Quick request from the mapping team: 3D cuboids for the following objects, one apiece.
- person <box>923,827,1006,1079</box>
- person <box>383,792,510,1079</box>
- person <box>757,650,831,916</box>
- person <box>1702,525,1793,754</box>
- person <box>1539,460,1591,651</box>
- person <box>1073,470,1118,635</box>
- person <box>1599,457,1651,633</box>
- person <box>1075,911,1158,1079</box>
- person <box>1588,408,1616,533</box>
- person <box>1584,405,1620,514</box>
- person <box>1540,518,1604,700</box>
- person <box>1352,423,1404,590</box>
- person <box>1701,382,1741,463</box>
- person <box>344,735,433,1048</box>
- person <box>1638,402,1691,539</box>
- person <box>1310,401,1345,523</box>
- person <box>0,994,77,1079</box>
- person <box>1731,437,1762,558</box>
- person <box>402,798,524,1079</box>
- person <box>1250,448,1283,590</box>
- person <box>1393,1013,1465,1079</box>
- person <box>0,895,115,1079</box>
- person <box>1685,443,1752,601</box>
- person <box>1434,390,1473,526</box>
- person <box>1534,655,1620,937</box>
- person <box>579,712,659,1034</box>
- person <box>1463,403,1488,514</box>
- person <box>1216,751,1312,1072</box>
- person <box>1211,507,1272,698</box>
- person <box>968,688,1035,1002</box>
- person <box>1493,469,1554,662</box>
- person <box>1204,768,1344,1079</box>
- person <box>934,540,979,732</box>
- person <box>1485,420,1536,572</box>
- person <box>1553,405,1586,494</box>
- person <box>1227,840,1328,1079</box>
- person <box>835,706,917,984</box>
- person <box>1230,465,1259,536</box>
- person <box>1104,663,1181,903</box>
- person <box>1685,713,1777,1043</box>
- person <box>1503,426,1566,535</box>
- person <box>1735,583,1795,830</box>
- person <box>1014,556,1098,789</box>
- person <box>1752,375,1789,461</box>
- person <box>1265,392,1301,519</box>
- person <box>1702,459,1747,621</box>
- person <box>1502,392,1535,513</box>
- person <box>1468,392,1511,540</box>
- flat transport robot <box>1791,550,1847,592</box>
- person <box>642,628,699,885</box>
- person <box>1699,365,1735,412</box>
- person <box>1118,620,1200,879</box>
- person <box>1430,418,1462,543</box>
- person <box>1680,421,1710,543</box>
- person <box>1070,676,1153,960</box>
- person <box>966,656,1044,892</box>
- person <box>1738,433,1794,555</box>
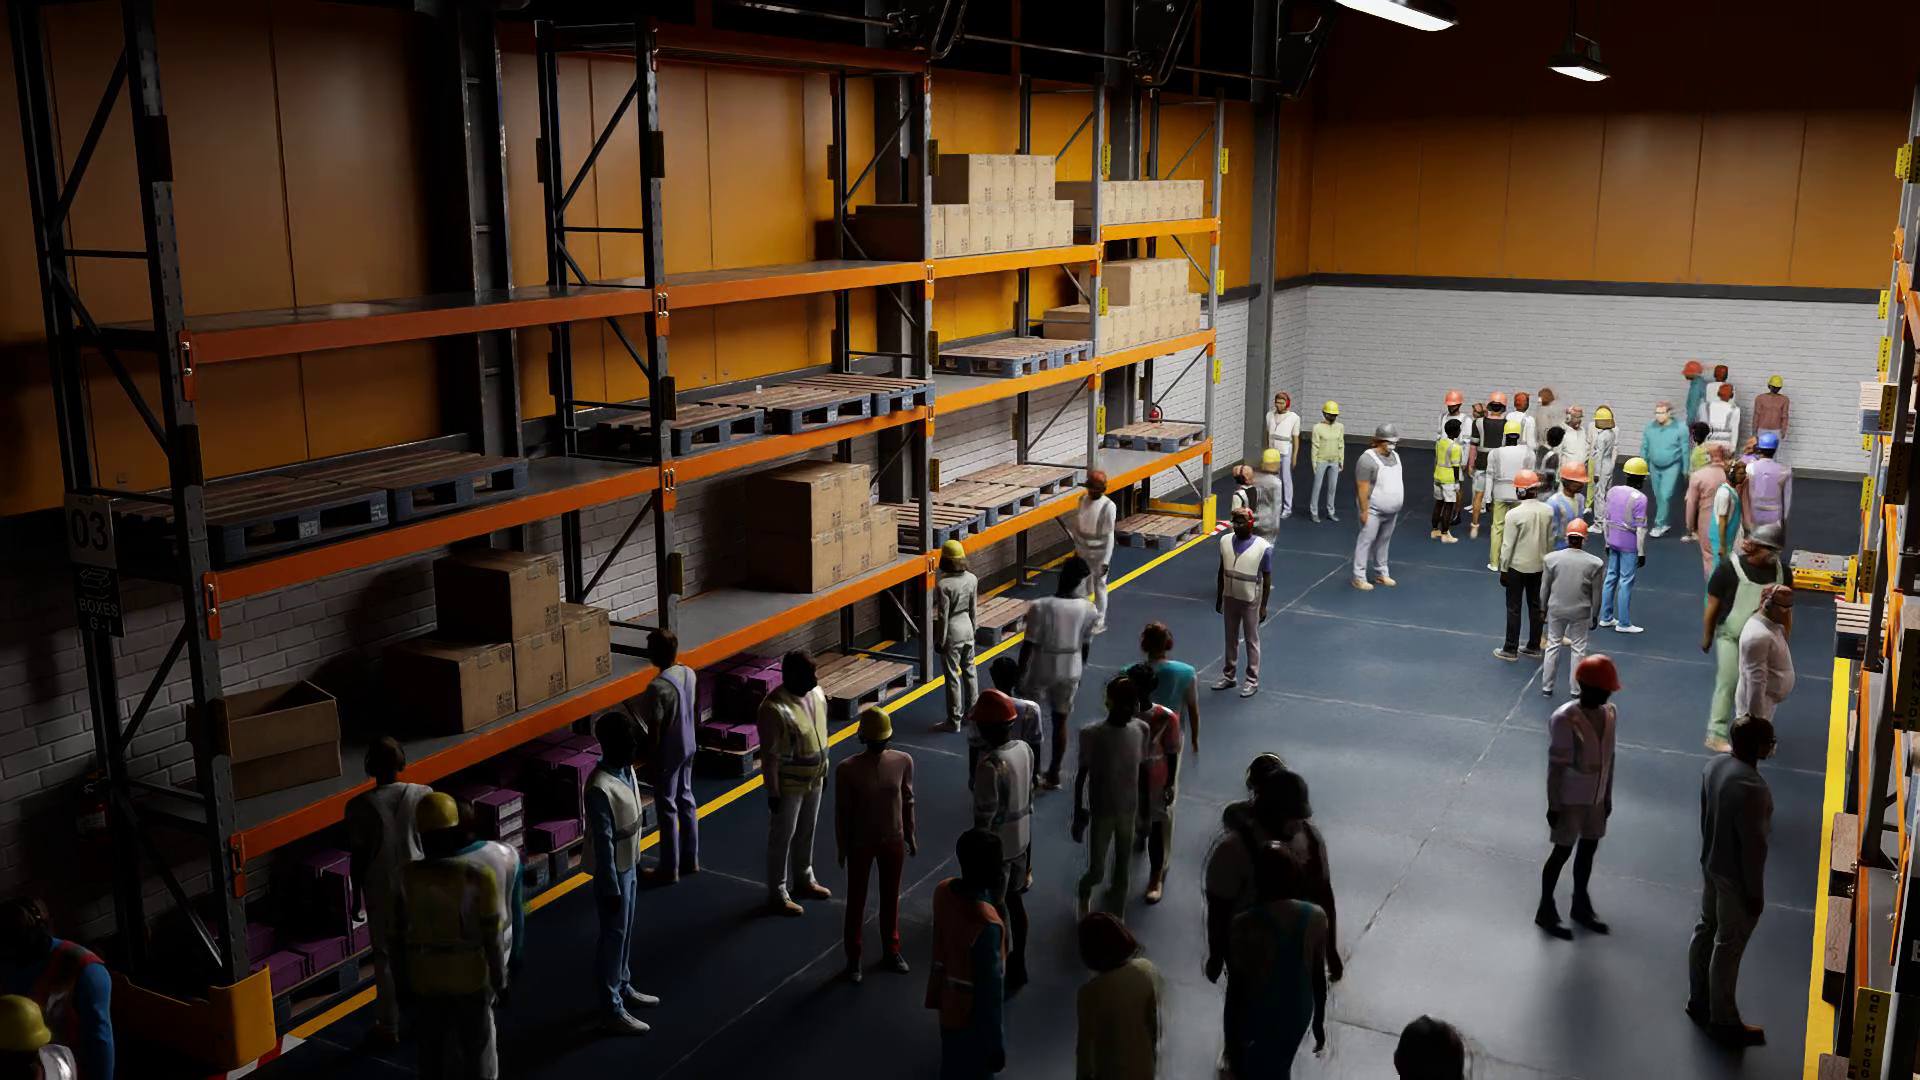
[{"bbox_3d":[0.040,2.306,8.063,0.391,1.918,0.590,-6,14,-24],"label":"person"},{"bbox_3d":[-2.608,2.213,8.499,0.600,1.911,0.401,0,13,2],"label":"person"},{"bbox_3d":[-1.098,1.631,11.292,0.431,1.839,0.629,8,15,32],"label":"person"},{"bbox_3d":[6.898,0.804,14.511,0.721,2.000,0.721,0,13,-1],"label":"person"},{"bbox_3d":[6.331,0.165,17.401,0.608,2.033,0.427,-9,15,-35],"label":"person"},{"bbox_3d":[1.458,0.144,17.892,0.608,1.847,0.512,11,17,41],"label":"person"},{"bbox_3d":[7.275,0.050,18.143,0.382,1.924,0.594,-4,13,-19],"label":"person"},{"bbox_3d":[0.732,2.506,7.851,0.589,1.601,0.592,-10,16,-37],"label":"person"},{"bbox_3d":[8.908,-0.967,23.131,0.322,1.738,0.484,10,16,39],"label":"person"},{"bbox_3d":[9.311,-1.156,24.204,0.281,1.633,0.499,-11,17,-41],"label":"person"},{"bbox_3d":[5.813,0.656,15.840,0.566,1.744,0.350,7,14,28],"label":"person"},{"bbox_3d":[5.061,-0.415,19.969,0.689,2.000,0.536,-8,15,-33],"label":"person"},{"bbox_3d":[11.319,-1.423,24.878,0.592,1.869,0.691,12,17,42],"label":"person"},{"bbox_3d":[-3.245,2.006,9.569,0.520,1.843,0.330,-8,15,-31],"label":"person"},{"bbox_3d":[9.606,-0.961,22.810,0.914,1.860,0.658,-10,16,-38],"label":"person"},{"bbox_3d":[5.251,-1.113,23.736,0.527,1.759,0.339,-4,13,-18],"label":"person"},{"bbox_3d":[-3.732,2.663,6.678,0.403,1.824,0.594,6,14,24],"label":"person"},{"bbox_3d":[10.121,-0.522,21.372,0.321,1.631,0.522,2,13,10],"label":"person"},{"bbox_3d":[-2.623,2.212,8.692,0.557,1.824,0.642,9,16,36],"label":"person"},{"bbox_3d":[3.608,-0.237,19.845,0.472,1.731,0.519,-11,17,-40],"label":"person"},{"bbox_3d":[1.711,2.697,6.035,0.693,2.000,0.723,-6,14,-24],"label":"person"},{"bbox_3d":[-4.131,2.469,7.538,0.635,1.836,0.431,2,13,7],"label":"person"},{"bbox_3d":[8.786,-0.195,19.345,0.686,1.877,0.584,1,13,6],"label":"person"},{"bbox_3d":[6.974,-1.171,23.614,0.386,1.929,0.543,-10,16,-37],"label":"person"},{"bbox_3d":[4.080,1.671,10.900,0.544,1.926,0.398,-6,14,-25],"label":"person"},{"bbox_3d":[-2.017,1.927,9.756,0.392,1.920,0.593,0,13,1],"label":"person"},{"bbox_3d":[7.618,-1.203,24.426,0.314,1.629,0.509,-1,13,-5],"label":"person"},{"bbox_3d":[1.681,2.065,9.267,0.530,1.867,0.340,3,13,14],"label":"person"},{"bbox_3d":[2.718,0.579,15.955,0.570,1.843,0.372,12,17,42],"label":"person"},{"bbox_3d":[0.224,1.841,10.116,0.387,1.931,0.543,7,15,30],"label":"person"},{"bbox_3d":[5.781,0.260,17.077,0.619,1.986,0.404,-5,14,-23],"label":"person"},{"bbox_3d":[1.691,2.123,8.605,0.691,2.000,0.998,-7,15,-30],"label":"person"},{"bbox_3d":[-0.052,0.854,14.963,0.325,1.740,0.492,12,17,42],"label":"person"},{"bbox_3d":[6.865,-0.540,20.808,0.585,1.918,0.395,3,13,15],"label":"person"},{"bbox_3d":[8.187,-0.877,22.378,0.652,1.895,0.399,-9,15,-35],"label":"person"},{"bbox_3d":[1.568,2.369,8.031,0.527,1.820,0.790,-3,13,-15],"label":"person"},{"bbox_3d":[-0.515,1.876,10.330,0.534,1.767,0.318,-6,14,-23],"label":"person"},{"bbox_3d":[3.304,-0.071,19.360,0.315,1.630,0.508,9,16,36],"label":"person"},{"bbox_3d":[1.239,1.661,11.442,0.539,1.698,0.319,5,14,23],"label":"person"},{"bbox_3d":[4.502,1.935,9.673,0.371,1.940,0.627,0,13,0],"label":"person"},{"bbox_3d":[7.651,-0.702,22.097,0.672,1.666,0.586,-1,13,-6],"label":"person"},{"bbox_3d":[6.164,1.262,12.777,0.405,1.903,0.636,7,14,28],"label":"person"},{"bbox_3d":[0.772,1.081,13.562,0.721,1.917,0.393,-4,13,-17],"label":"person"},{"bbox_3d":[13.005,-1.778,26.710,0.525,1.761,0.343,3,13,13],"label":"person"},{"bbox_3d":[4.659,-1.231,24.081,0.392,1.838,0.561,-11,17,-41],"label":"person"},{"bbox_3d":[8.510,0.009,18.509,0.325,1.843,0.517,7,14,29],"label":"person"},{"bbox_3d":[7.951,-1.169,23.729,0.366,1.879,0.584,-7,14,-27],"label":"person"},{"bbox_3d":[7.247,-1.008,22.656,0.613,2.031,0.403,4,13,18],"label":"person"},{"bbox_3d":[10.564,0.372,20.441,0.652,0.197,1.431,7,14,28],"label":"flat transport robot"},{"bbox_3d":[-2.049,1.521,11.775,0.359,1.835,0.512,6,14,25],"label":"person"},{"bbox_3d":[12.240,-1.895,26.949,0.337,1.881,0.585,-11,17,-41],"label":"person"},{"bbox_3d":[1.435,1.468,12.075,0.587,1.803,0.914,2,13,10],"label":"person"},{"bbox_3d":[6.598,-0.806,22.512,0.320,1.691,0.536,-3,13,-12],"label":"person"},{"bbox_3d":[9.899,-0.766,22.314,0.370,1.682,0.548,5,14,23],"label":"person"},{"bbox_3d":[0.969,1.745,10.731,0.554,1.847,0.565,-5,13,-20],"label":"person"},{"bbox_3d":[0.308,1.634,11.568,0.542,1.696,0.316,-1,13,-6],"label":"person"},{"bbox_3d":[9.468,-0.293,19.632,0.614,1.945,0.404,4,13,18],"label":"person"}]
